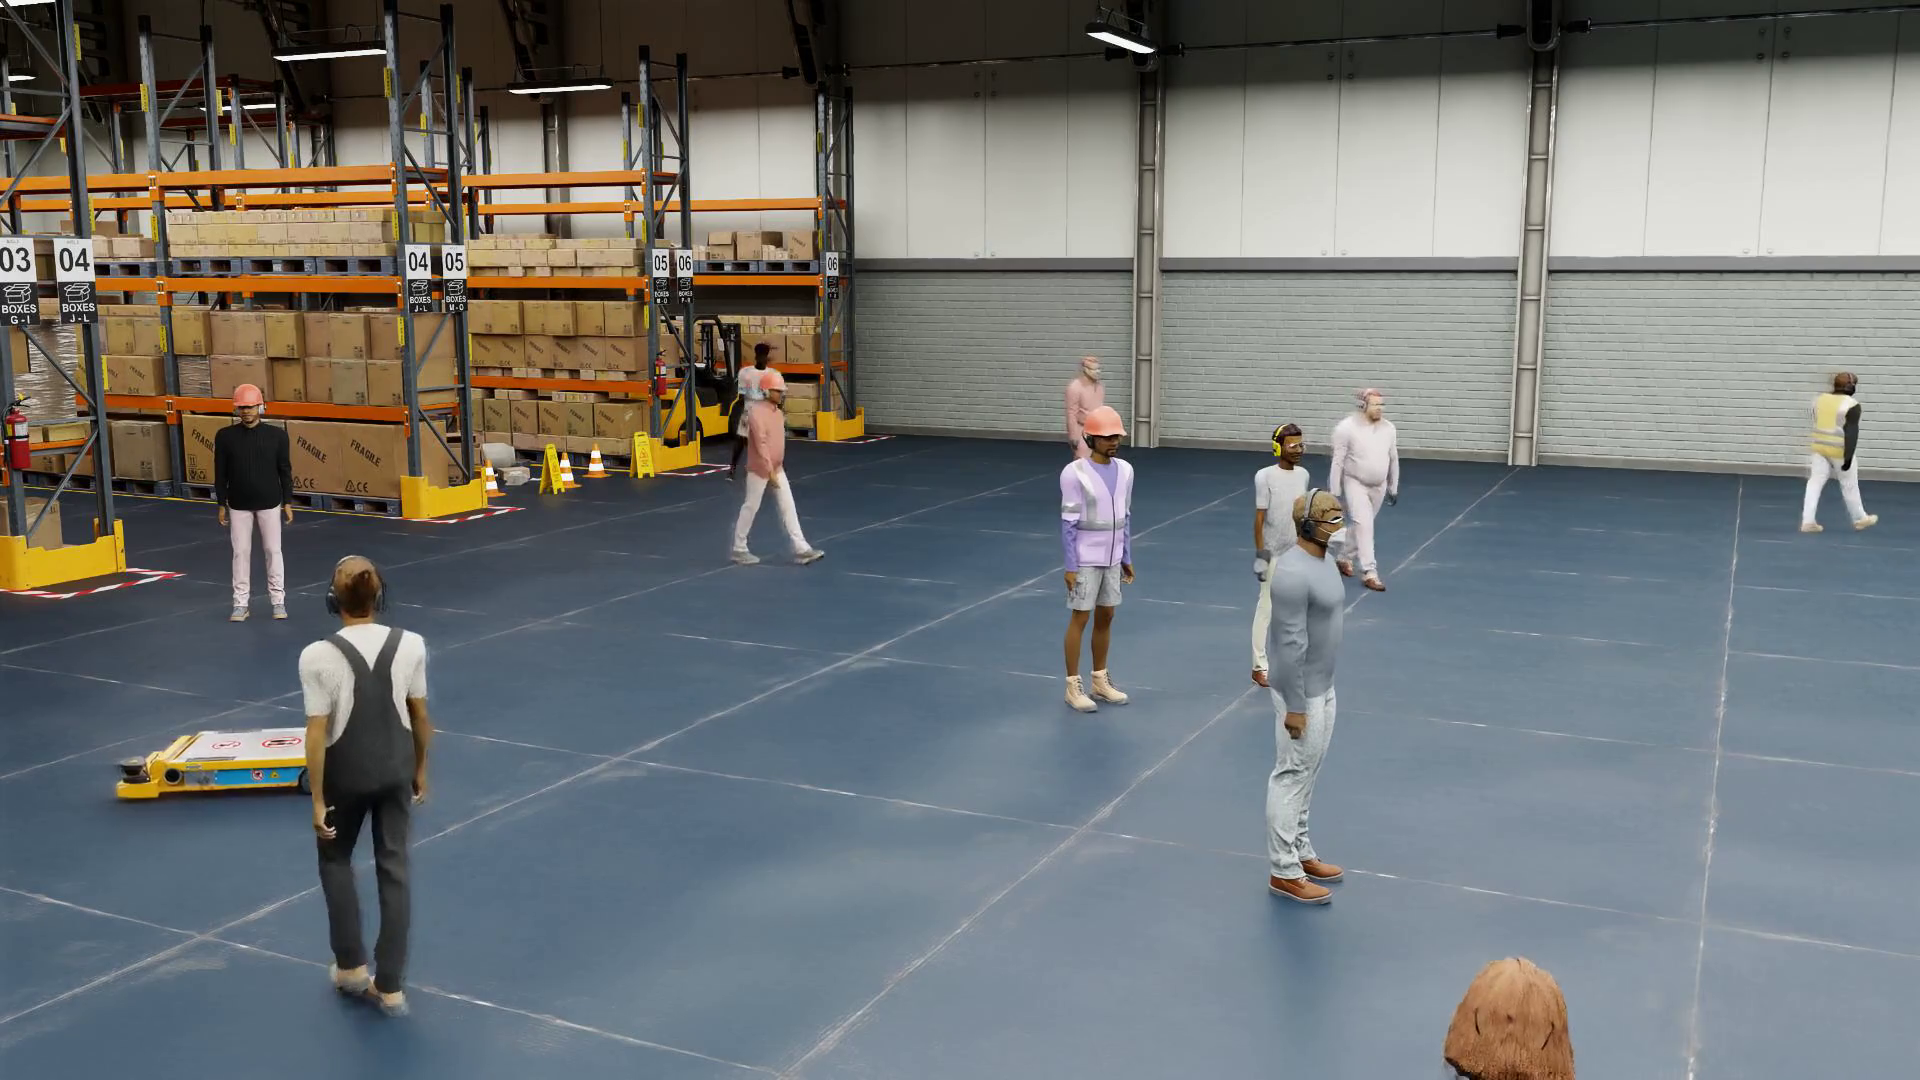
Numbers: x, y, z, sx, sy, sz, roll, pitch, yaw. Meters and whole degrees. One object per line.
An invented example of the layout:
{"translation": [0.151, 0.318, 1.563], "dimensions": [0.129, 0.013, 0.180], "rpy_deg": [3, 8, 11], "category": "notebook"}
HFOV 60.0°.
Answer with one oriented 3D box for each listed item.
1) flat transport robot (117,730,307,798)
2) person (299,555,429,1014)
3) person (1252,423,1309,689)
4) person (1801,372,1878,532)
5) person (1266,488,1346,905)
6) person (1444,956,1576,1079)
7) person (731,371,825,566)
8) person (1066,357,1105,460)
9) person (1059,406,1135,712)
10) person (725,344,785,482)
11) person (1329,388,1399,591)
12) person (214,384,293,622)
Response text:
{"translation": [-3.990, 1.263, 9.580], "dimensions": [1.431, 0.197, 0.652], "rpy_deg": [-1, 9, -8], "category": "flat transport robot"}
{"translation": [-2.396, 0.957, 6.694], "dimensions": [0.522, 1.820, 0.640], "rpy_deg": [-7, 11, -36], "category": "person"}
{"translation": [2.291, 0.105, 11.789], "dimensions": [0.518, 1.874, 0.327], "rpy_deg": [-6, 11, -34], "category": "person"}
{"translation": [9.891, -0.985, 18.680], "dimensions": [0.943, 1.790, 0.641], "rpy_deg": [-3, 10, -19], "category": "person"}
{"translation": [1.638, 0.717, 7.829], "dimensions": [0.368, 1.939, 0.633], "rpy_deg": [4, 10, 24], "category": "person"}
{"translation": [1.066, 1.609, 3.338], "dimensions": [0.520, 1.616, 0.436], "rpy_deg": [3, 10, 17], "category": "person"}
{"translation": [-1.861, -0.698, 16.512], "dimensions": [1.044, 1.936, 0.605], "rpy_deg": [5, 10, 28], "category": "person"}
{"translation": [1.560, -1.314, 20.497], "dimensions": [0.570, 1.873, 0.643], "rpy_deg": [7, 12, 39], "category": "person"}
{"translation": [0.945, 0.121, 11.164], "dimensions": [0.609, 2.044, 0.393], "rpy_deg": [-7, 12, -37], "category": "person"}
{"translation": [-2.835, -1.749, 22.998], "dimensions": [0.837, 1.931, 0.570], "rpy_deg": [-3, 10, -19], "category": "person"}
{"translation": [3.791, -0.506, 15.618], "dimensions": [0.651, 1.857, 0.994], "rpy_deg": [-4, 10, -21], "category": "person"}
{"translation": [-5.926, -0.313, 13.968], "dimensions": [0.608, 1.996, 0.379], "rpy_deg": [-3, 10, -17], "category": "person"}
